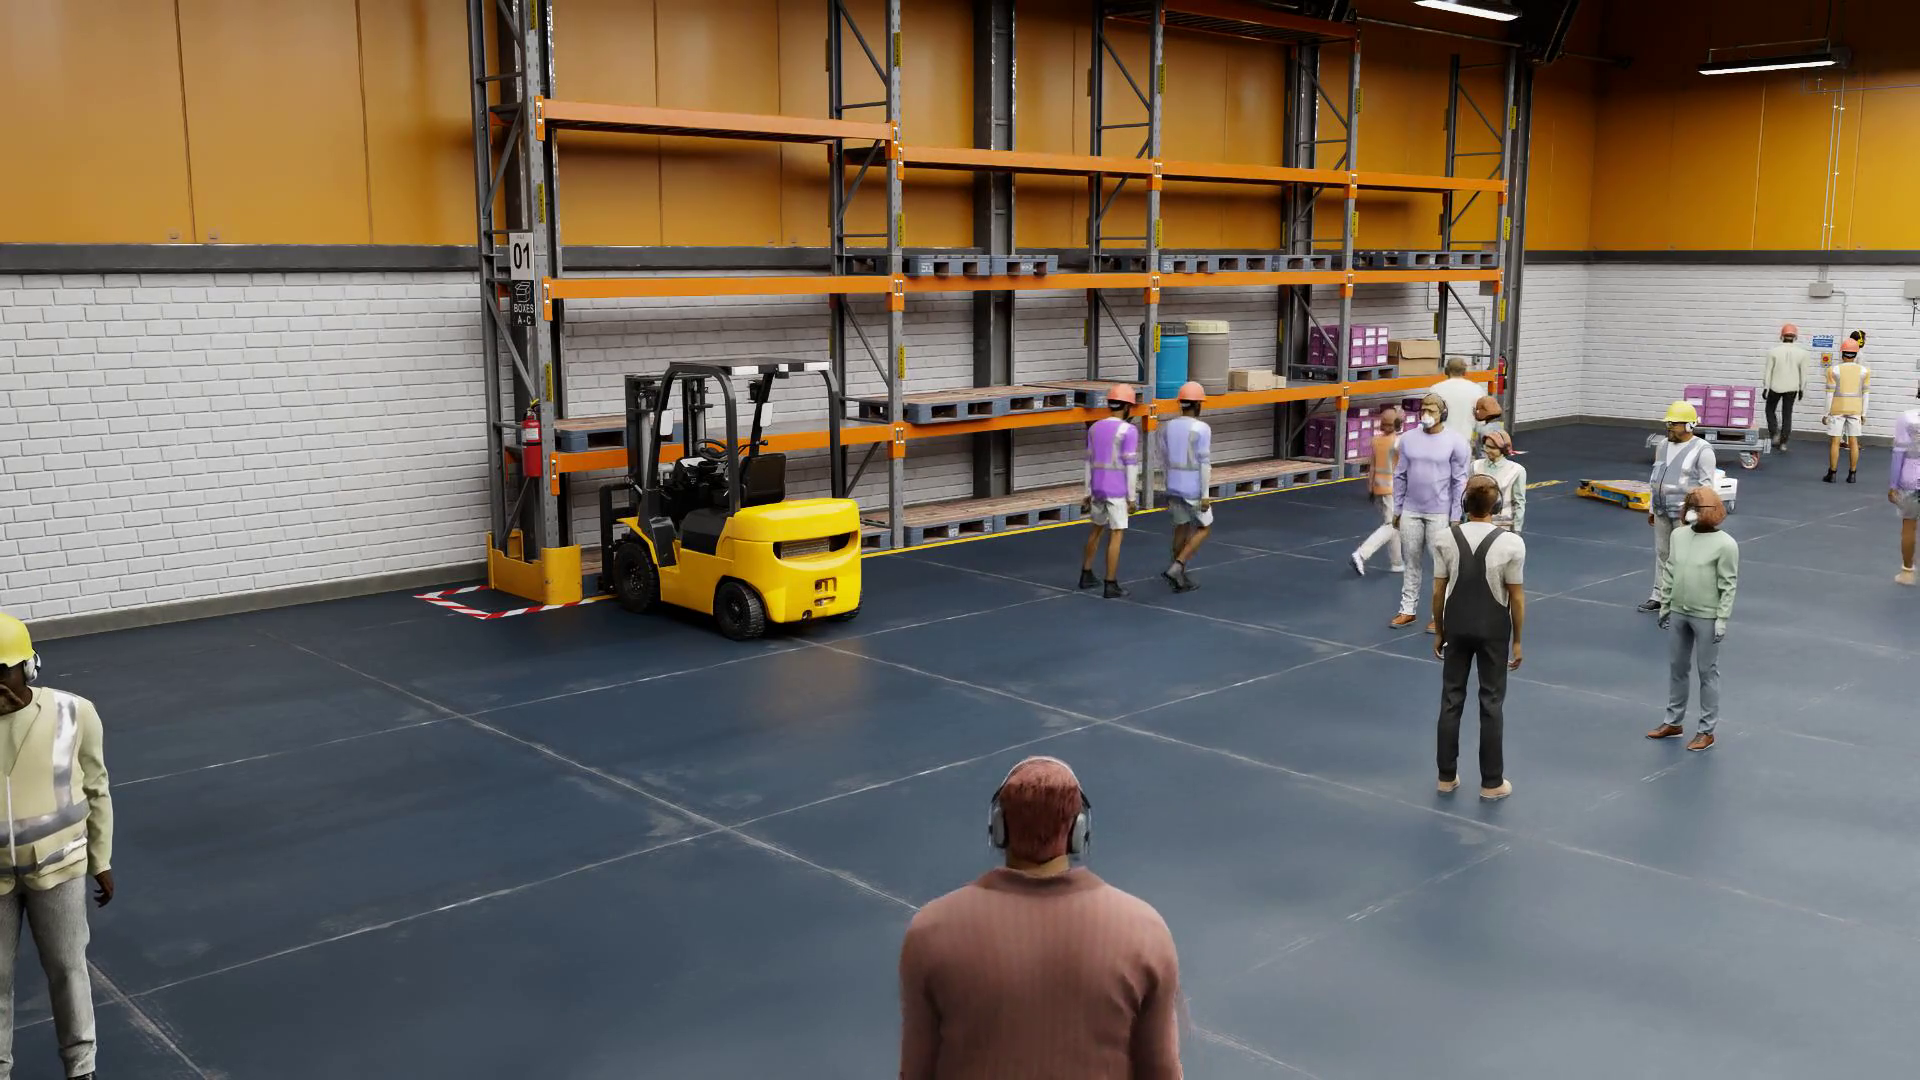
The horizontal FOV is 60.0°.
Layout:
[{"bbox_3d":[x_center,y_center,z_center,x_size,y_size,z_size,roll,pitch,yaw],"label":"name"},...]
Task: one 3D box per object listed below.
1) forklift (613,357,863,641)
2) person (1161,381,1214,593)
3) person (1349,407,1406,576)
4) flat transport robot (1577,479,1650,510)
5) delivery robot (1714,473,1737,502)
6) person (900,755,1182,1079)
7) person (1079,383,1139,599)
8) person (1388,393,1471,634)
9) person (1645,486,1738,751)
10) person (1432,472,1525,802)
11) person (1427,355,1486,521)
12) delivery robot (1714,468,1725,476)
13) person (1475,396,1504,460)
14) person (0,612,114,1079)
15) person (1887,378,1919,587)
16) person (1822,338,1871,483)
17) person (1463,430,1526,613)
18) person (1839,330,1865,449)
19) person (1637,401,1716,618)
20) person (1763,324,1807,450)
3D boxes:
[{"bbox_3d":[-1.847,-0.414,13.852,1.214,2.155,2.313,-9,13,-42],"label":"forklift"},{"bbox_3d":[2.032,-0.462,14.916,0.452,1.922,0.556,-8,12,-39],"label":"person"},{"bbox_3d":[4.032,-0.450,15.765,0.746,1.615,0.520,-4,10,-20],"label":"person"},{"bbox_3d":[8.249,-0.568,20.377,0.652,0.197,1.431,-2,10,-11],"label":"flat transport robot"},{"bbox_3d":[8.770,-0.612,19.530,0.707,0.478,0.477,-4,11,-25],"label":"delivery robot"},{"bbox_3d":[0.182,1.448,3.900,0.650,1.880,0.433,0,10,-3],"label":"person"},{"bbox_3d":[1.390,-0.445,14.891,0.489,1.908,0.569,-8,13,-39],"label":"person"},{"bbox_3d":[3.784,-0.217,13.453,0.631,1.939,0.372,8,13,40],"label":"person"},{"bbox_3d":[4.541,0.475,10.287,0.281,1.633,0.500,-5,11,-27],"label":"person"},{"bbox_3d":[2.886,0.541,9.286,0.507,1.847,0.345,6,11,31],"label":"person"},{"bbox_3d":[5.584,-1.118,18.772,0.664,1.918,0.480,-1,10,-3],"label":"person"},{"bbox_3d":[8.984,-0.762,20.413,0.707,0.478,0.477,0,10,0],"label":"delivery robot"},{"bbox_3d":[5.330,-0.642,16.825,0.279,1.633,0.497,7,12,35],"label":"person"},{"bbox_3d":[-3.278,1.143,5.797,0.600,1.829,0.404,-5,11,-25],"label":"person"},{"bbox_3d":[8.769,-0.527,15.050,0.604,2.017,0.703,2,10,10],"label":"person"},{"bbox_3d":[11.845,-1.723,22.264,0.542,1.939,0.362,2,10,14],"label":"person"},{"bbox_3d":[4.343,-0.087,13.568,0.512,1.639,0.311,9,13,42],"label":"person"},{"bbox_3d":[14.066,-2.362,26.206,0.329,1.874,0.518,-2,10,-9],"label":"person"},{"bbox_3d":[6.013,-0.253,13.970,0.404,1.830,0.600,-4,11,-23],"label":"person"},{"bbox_3d":[12.937,-2.400,26.111,0.646,1.973,0.460,2,10,12],"label":"person"}]
